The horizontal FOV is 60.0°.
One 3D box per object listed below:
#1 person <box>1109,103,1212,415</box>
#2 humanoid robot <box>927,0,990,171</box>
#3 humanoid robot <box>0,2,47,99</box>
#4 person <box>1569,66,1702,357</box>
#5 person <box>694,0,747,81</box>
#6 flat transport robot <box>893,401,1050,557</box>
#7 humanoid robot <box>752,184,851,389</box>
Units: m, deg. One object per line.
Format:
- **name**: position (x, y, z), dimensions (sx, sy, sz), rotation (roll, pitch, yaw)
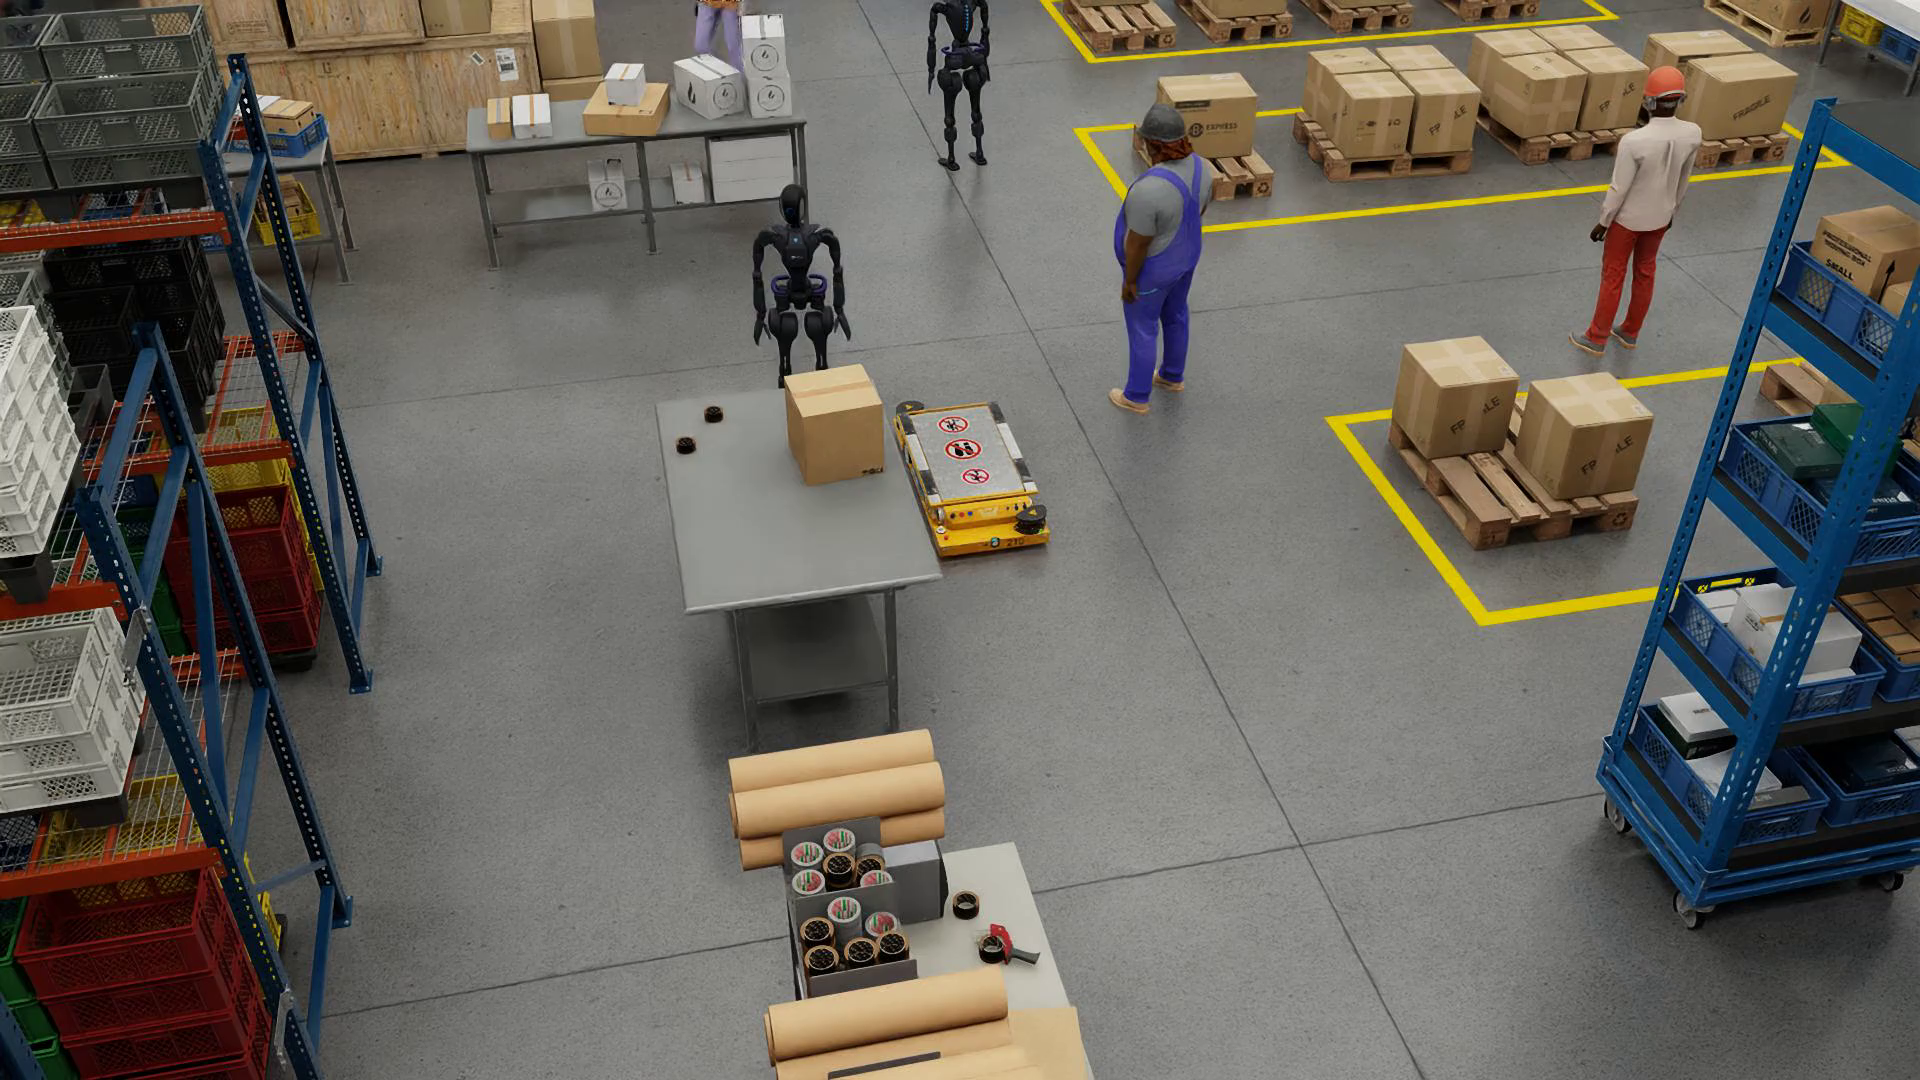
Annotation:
- **person**: position (1.216, -1.777, 10.459), dimensions (0.536, 2.000, 0.681), rotation (30, 46, 34)
- **humanoid robot**: position (0.005, -3.865, 13.567), dimensions (0.574, 1.651, 0.338), rotation (-16, 39, -20)
- **humanoid robot**: position (-7.149, -3.324, 12.846), dimensions (0.489, 1.628, 0.720), rotation (22, 42, 27)
- **person**: position (4.477, -2.150, 11.007), dimensions (0.610, 1.984, 0.390), rotation (-11, 38, -14)
- **person**: position (-2.113, -4.661, 14.447), dimensions (0.595, 1.908, 0.586), rotation (12, 38, 16)
- **flat transport robot**: position (0.046, -0.430, 10.108), dimensions (0.652, 0.197, 1.431), rotation (-8, 37, -10)
- **humanoid robot**: position (-0.981, -1.412, 10.260), dimensions (0.608, 1.657, 0.313), rotation (-3, 37, -4)
